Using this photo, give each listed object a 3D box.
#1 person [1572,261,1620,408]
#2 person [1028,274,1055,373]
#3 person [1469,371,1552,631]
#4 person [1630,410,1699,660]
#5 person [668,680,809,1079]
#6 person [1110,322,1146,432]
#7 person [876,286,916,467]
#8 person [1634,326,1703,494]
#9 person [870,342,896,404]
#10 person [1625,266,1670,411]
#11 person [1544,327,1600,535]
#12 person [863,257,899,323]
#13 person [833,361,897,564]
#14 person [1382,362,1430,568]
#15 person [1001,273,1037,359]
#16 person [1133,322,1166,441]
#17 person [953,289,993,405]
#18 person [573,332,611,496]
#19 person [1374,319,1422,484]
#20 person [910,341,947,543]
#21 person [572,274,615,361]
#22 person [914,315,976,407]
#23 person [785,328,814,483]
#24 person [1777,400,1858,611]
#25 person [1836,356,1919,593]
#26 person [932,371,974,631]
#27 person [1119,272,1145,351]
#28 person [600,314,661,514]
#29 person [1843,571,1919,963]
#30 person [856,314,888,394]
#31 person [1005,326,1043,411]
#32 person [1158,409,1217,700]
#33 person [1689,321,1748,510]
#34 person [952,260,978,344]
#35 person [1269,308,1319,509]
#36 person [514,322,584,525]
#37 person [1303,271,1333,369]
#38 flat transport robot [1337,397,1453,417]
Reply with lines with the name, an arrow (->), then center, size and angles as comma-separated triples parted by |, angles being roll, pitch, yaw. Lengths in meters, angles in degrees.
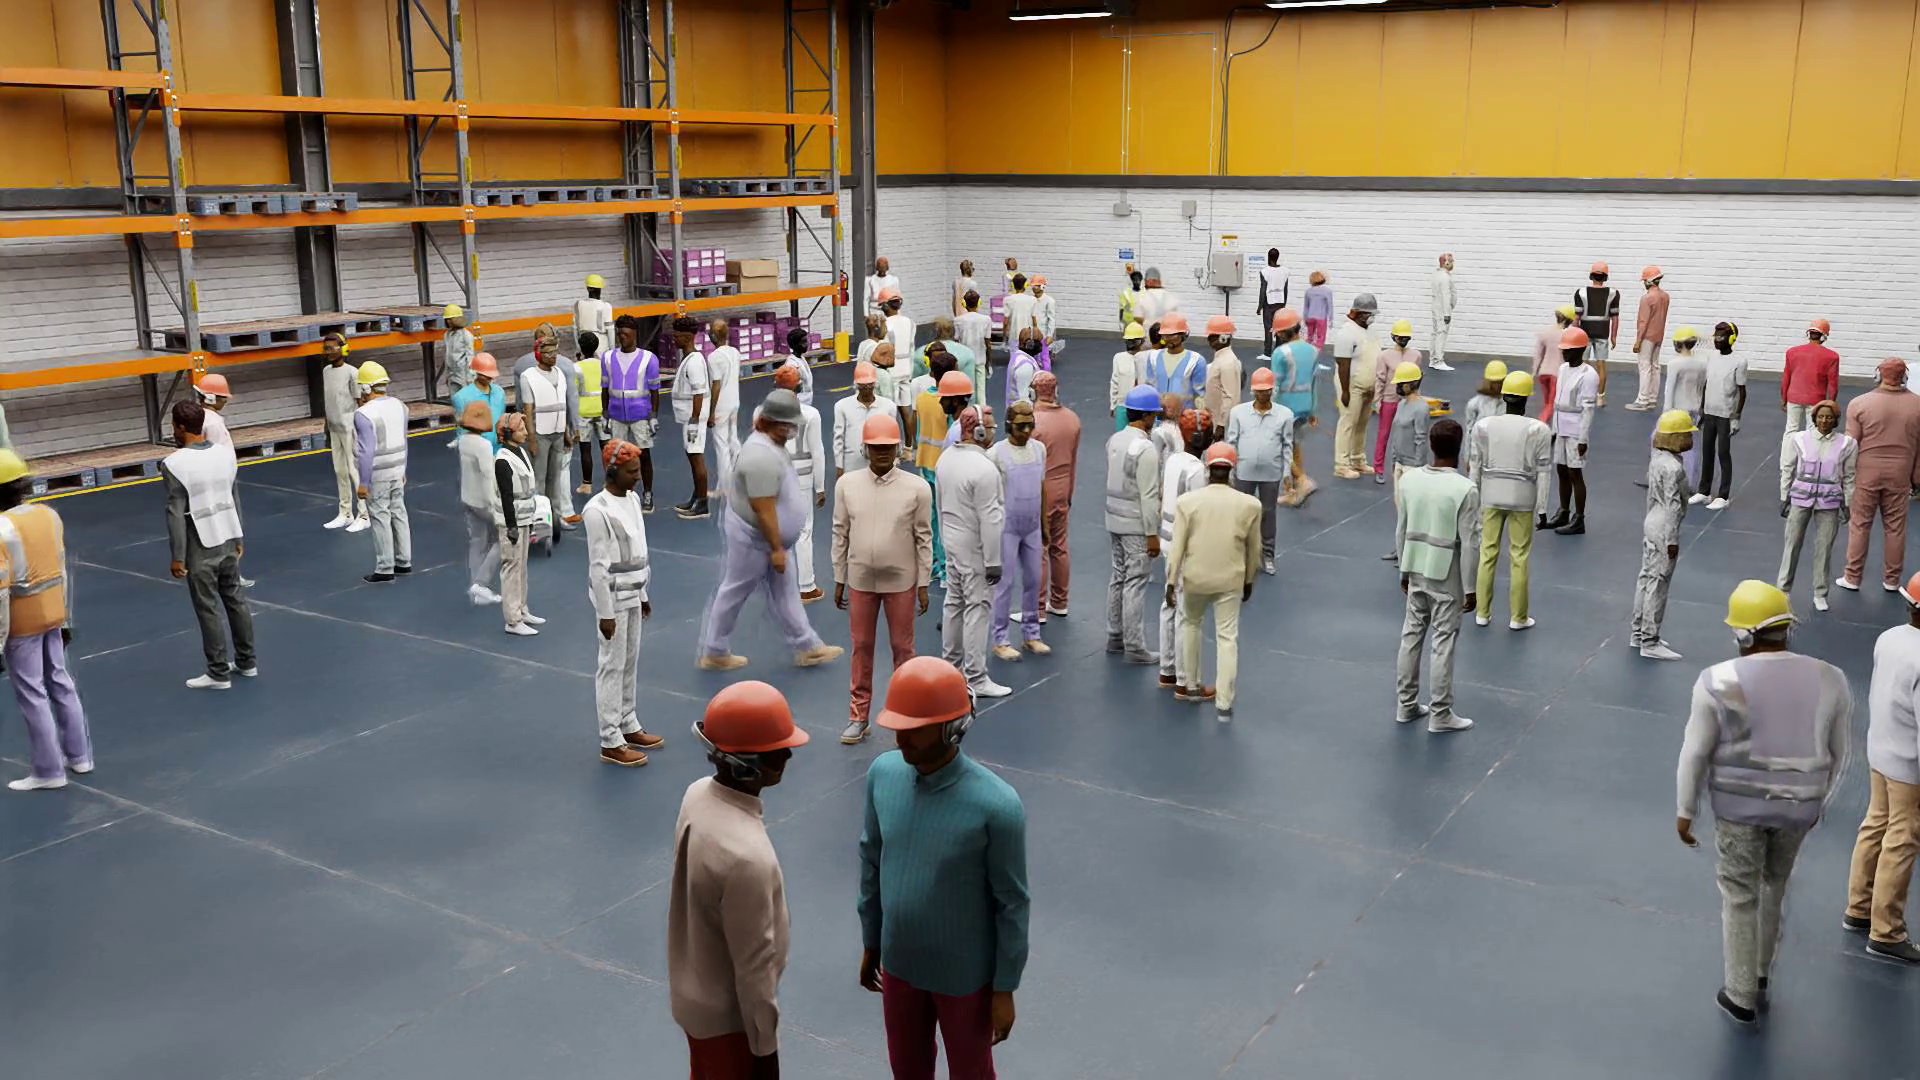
person -> 8.860, -2.870, 23.252 | 0.615, 2.041, 0.392 | 4, 13, 15
person -> 1.163, -3.093, 24.850 | 0.564, 1.751, 0.330 | 12, 18, 43
person -> 4.056, -0.288, 12.300 | 0.585, 1.929, 0.370 | 8, 15, 31
person -> 4.948, -0.046, 11.653 | 0.293, 1.745, 0.493 | 2, 13, 8
person -> -0.652, 1.374, 4.982 | 0.424, 1.985, 0.621 | -5, 14, -21
person -> 1.819, -1.405, 17.505 | 0.524, 1.769, 0.308 | 6, 14, 26
person -> -0.770, -1.847, 18.842 | 0.410, 2.030, 0.609 | 10, 17, 38
person -> 7.440, -1.368, 17.389 | 0.543, 1.738, 0.719 | -6, 14, -25
person -> -0.772, -1.190, 16.860 | 0.268, 1.632, 0.507 | -4, 14, -17
person -> 9.531, -2.789, 23.018 | 0.608, 1.989, 0.386 | -10, 17, -38
person -> 5.652, -1.010, 15.443 | 0.389, 1.930, 0.549 | -2, 13, -10
person -> -1.283, -3.659, 27.085 | 0.583, 1.848, 0.871 | 0, 13, -1
person -> -0.807, -0.665, 14.315 | 0.563, 1.753, 0.335 | -2, 13, -11
person -> 3.825, -0.647, 14.248 | 0.339, 1.756, 0.532 | -2, 13, -9
person -> 0.832, -2.802, 23.349 | 0.513, 1.865, 0.329 | -2, 13, -9
person -> 1.944, -1.257, 16.672 | 0.338, 1.858, 0.524 | -13, 18, -43
person -> 0.152, -2.166, 20.605 | 0.510, 1.860, 0.333 | -1, 13, -2
person -> -3.812, -1.305, 17.222 | 0.541, 1.696, 0.315 | -10, 16, -36
person -> 4.693, -1.477, 17.816 | 0.535, 1.767, 0.316 | -3, 13, -13
person -> -0.210, -0.838, 14.816 | 0.510, 1.872, 0.328 | -10, 16, -36
person -> -4.872, -2.578, 22.237 | 0.593, 1.925, 0.384 | 4, 14, 16
person -> -0.153, -1.344, 16.990 | 0.629, 1.896, 0.990 | 0, 13, -2
person -> -1.711, -1.396, 17.612 | 0.316, 1.695, 0.541 | 1, 13, 5
person -> 6.613, -0.272, 12.862 | 0.513, 1.641, 0.309 | 6, 14, 25
person -> 7.400, -0.524, 13.379 | 0.650, 1.904, 0.401 | 3, 13, 12
person -> -0.015, -0.290, 12.309 | 0.382, 1.929, 0.543 | 3, 13, 13
person -> 2.839, -3.526, 26.966 | 0.545, 1.643, 0.887 | 1, 13, 5
person -> -3.235, -1.230, 16.303 | 0.607, 1.966, 0.367 | 2, 13, 7
person -> 4.172, 0.958, 7.277 | 0.338, 1.749, 0.573 | 2, 13, 8
person -> -0.921, -1.481, 17.691 | 0.349, 1.836, 0.503 | -7, 15, -28
person -> 0.661, -1.184, 16.405 | 0.429, 1.837, 0.624 | 0, 13, -2
person -> 1.481, 0.089, 10.767 | 0.362, 1.882, 0.576 | -3, 13, -13
person -> 7.545, -1.238, 16.549 | 0.315, 1.869, 0.534 | -5, 14, -21
person -> 0.103, -3.559, 26.669 | 0.513, 1.845, 0.335 | 11, 17, 40
person -> 3.305, -1.268, 16.373 | 0.687, 2.009, 0.578 | -10, 16, -37
person -> -3.880, -1.085, 15.734 | 0.637, 1.938, 0.355 | 4, 13, 15
person -> 5.873, -3.613, 27.413 | 0.540, 1.621, 0.334 | 11, 17, 38
flat transport robot -> 5.955, -1.869, 22.789 | 0.652, 0.197, 1.431 | -10, 17, -38
